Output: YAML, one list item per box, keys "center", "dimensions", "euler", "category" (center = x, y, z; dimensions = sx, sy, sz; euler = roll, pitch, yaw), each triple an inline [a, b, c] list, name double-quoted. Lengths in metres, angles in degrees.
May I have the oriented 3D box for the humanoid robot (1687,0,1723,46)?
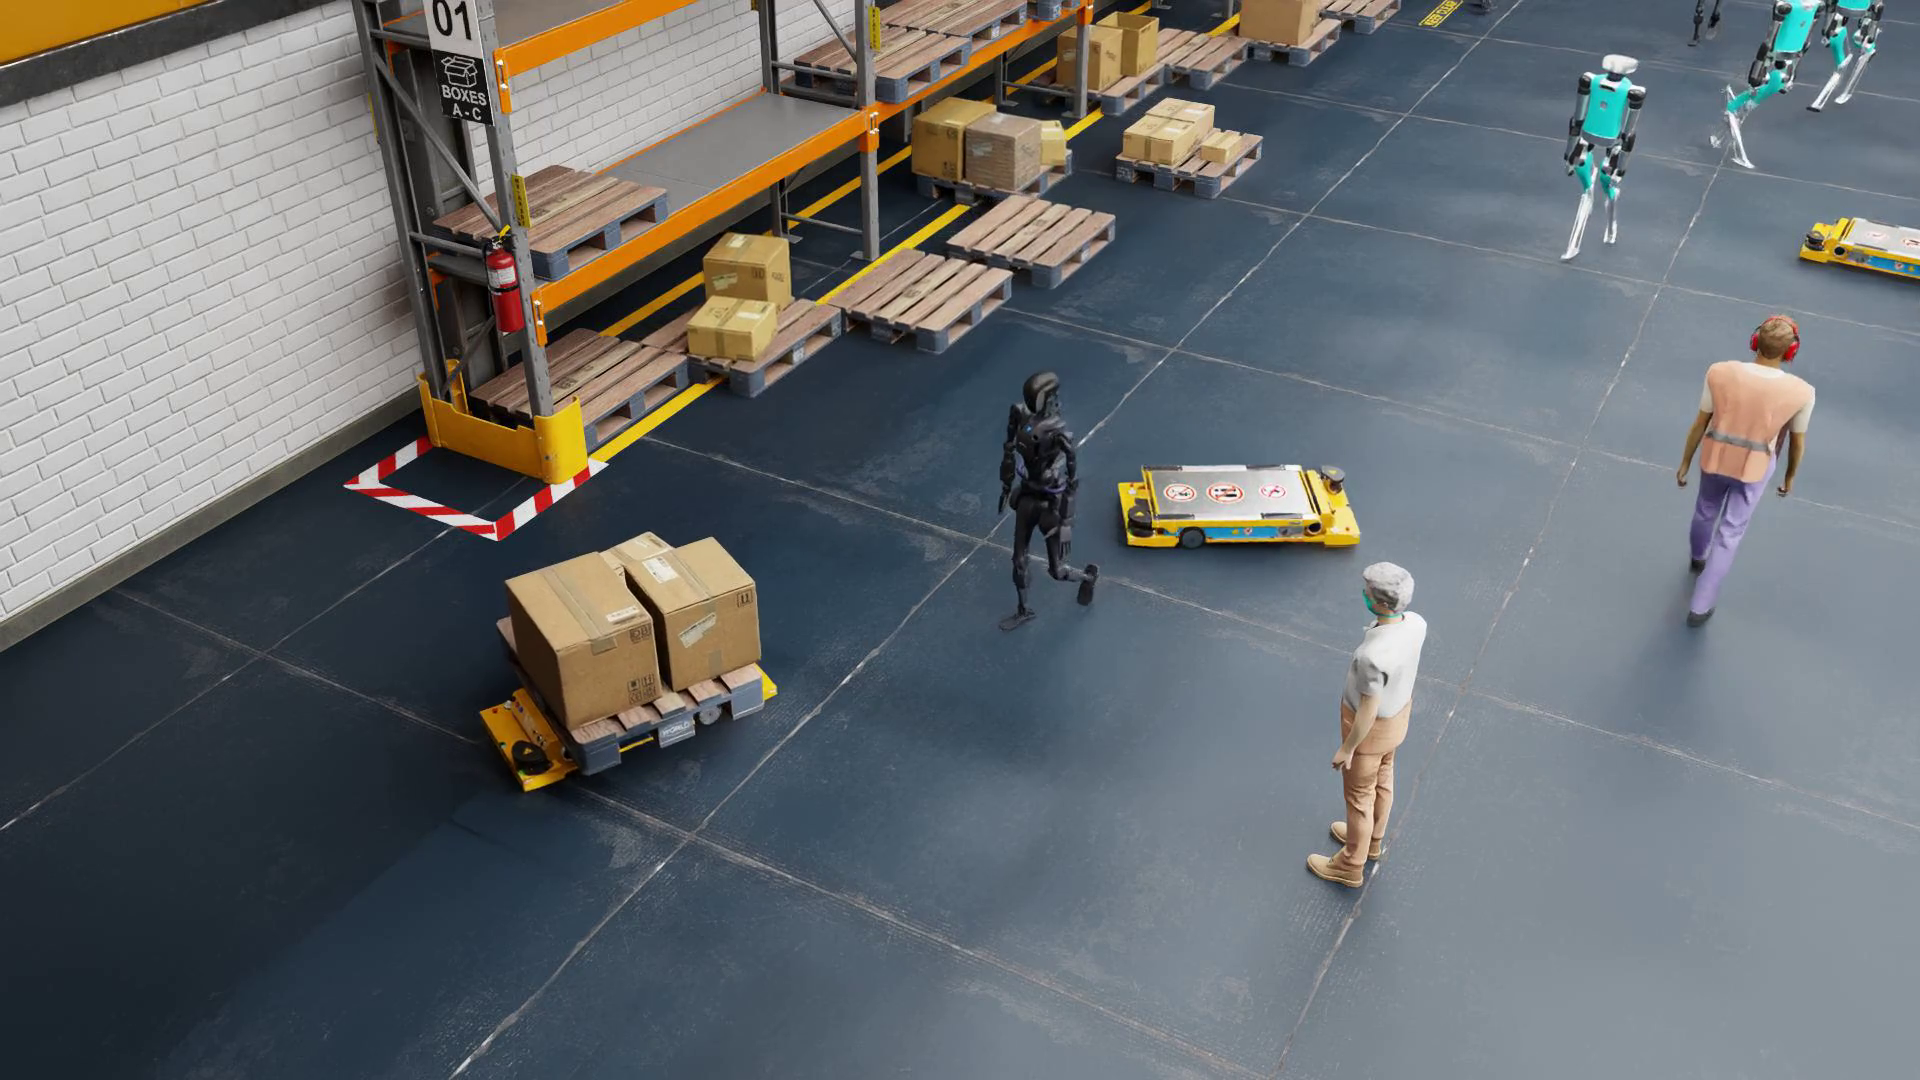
- center: [8.397, -6.330, 18.444]
  dimensions: [0.584, 1.639, 0.414]
  euler: [22, 39, 30]
  category: "humanoid robot"

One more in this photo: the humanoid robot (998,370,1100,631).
- center: [0.508, -0.266, 9.291]
  dimensions: [0.648, 1.625, 0.584]
  euler: [-27, 42, -35]
  category: "humanoid robot"

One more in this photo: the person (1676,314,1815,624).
- center: [4.439, -0.447, 9.440]
  dimensions: [0.575, 1.800, 0.924]
  euler: [21, 39, 29]
  category: "person"

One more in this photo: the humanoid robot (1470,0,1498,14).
- center: [6.266, -7.085, 19.590]
  dimensions: [0.447, 1.639, 0.601]
  euler: [12, 35, 17]
  category: "humanoid robot"

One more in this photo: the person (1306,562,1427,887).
- center: [1.859, 0.839, 7.543]
  dimensions: [0.321, 1.742, 0.479]
  euler: [23, 40, 31]
  category: "person"

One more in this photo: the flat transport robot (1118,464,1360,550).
- center: [1.741, -0.211, 10.467]
  dimensions: [1.431, 0.231, 0.659]
  euler: [-1, 33, -1]
  category: "flat transport robot"

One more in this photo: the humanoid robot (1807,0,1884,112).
- center: [8.886, -5.079, 16.512]
  dimensions: [1.028, 1.737, 0.557]
  euler: [-27, 42, -34]
  category: "humanoid robot"

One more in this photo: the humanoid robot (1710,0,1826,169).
- center: [7.377, -4.352, 15.472]
  dimensions: [0.559, 1.845, 0.848]
  euler: [-12, 35, -17]
  category: "humanoid robot"

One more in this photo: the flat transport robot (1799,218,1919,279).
- center: [7.771, -2.361, 13.719]
  dimensions: [1.431, 0.231, 0.659]
  euler: [20, 38, 27]
  category: "flat transport robot"

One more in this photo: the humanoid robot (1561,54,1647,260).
- center: [5.312, -3.139, 13.596]
  dimensions: [0.559, 1.806, 0.928]
  euler: [25, 41, 33]
  category: "humanoid robot"

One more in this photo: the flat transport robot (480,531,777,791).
- center: [-1.764, 0.841, 8.875]
  dimensions: [1.431, 0.231, 0.659]
  euler: [-20, 38, -27]
  category: "flat transport robot"
